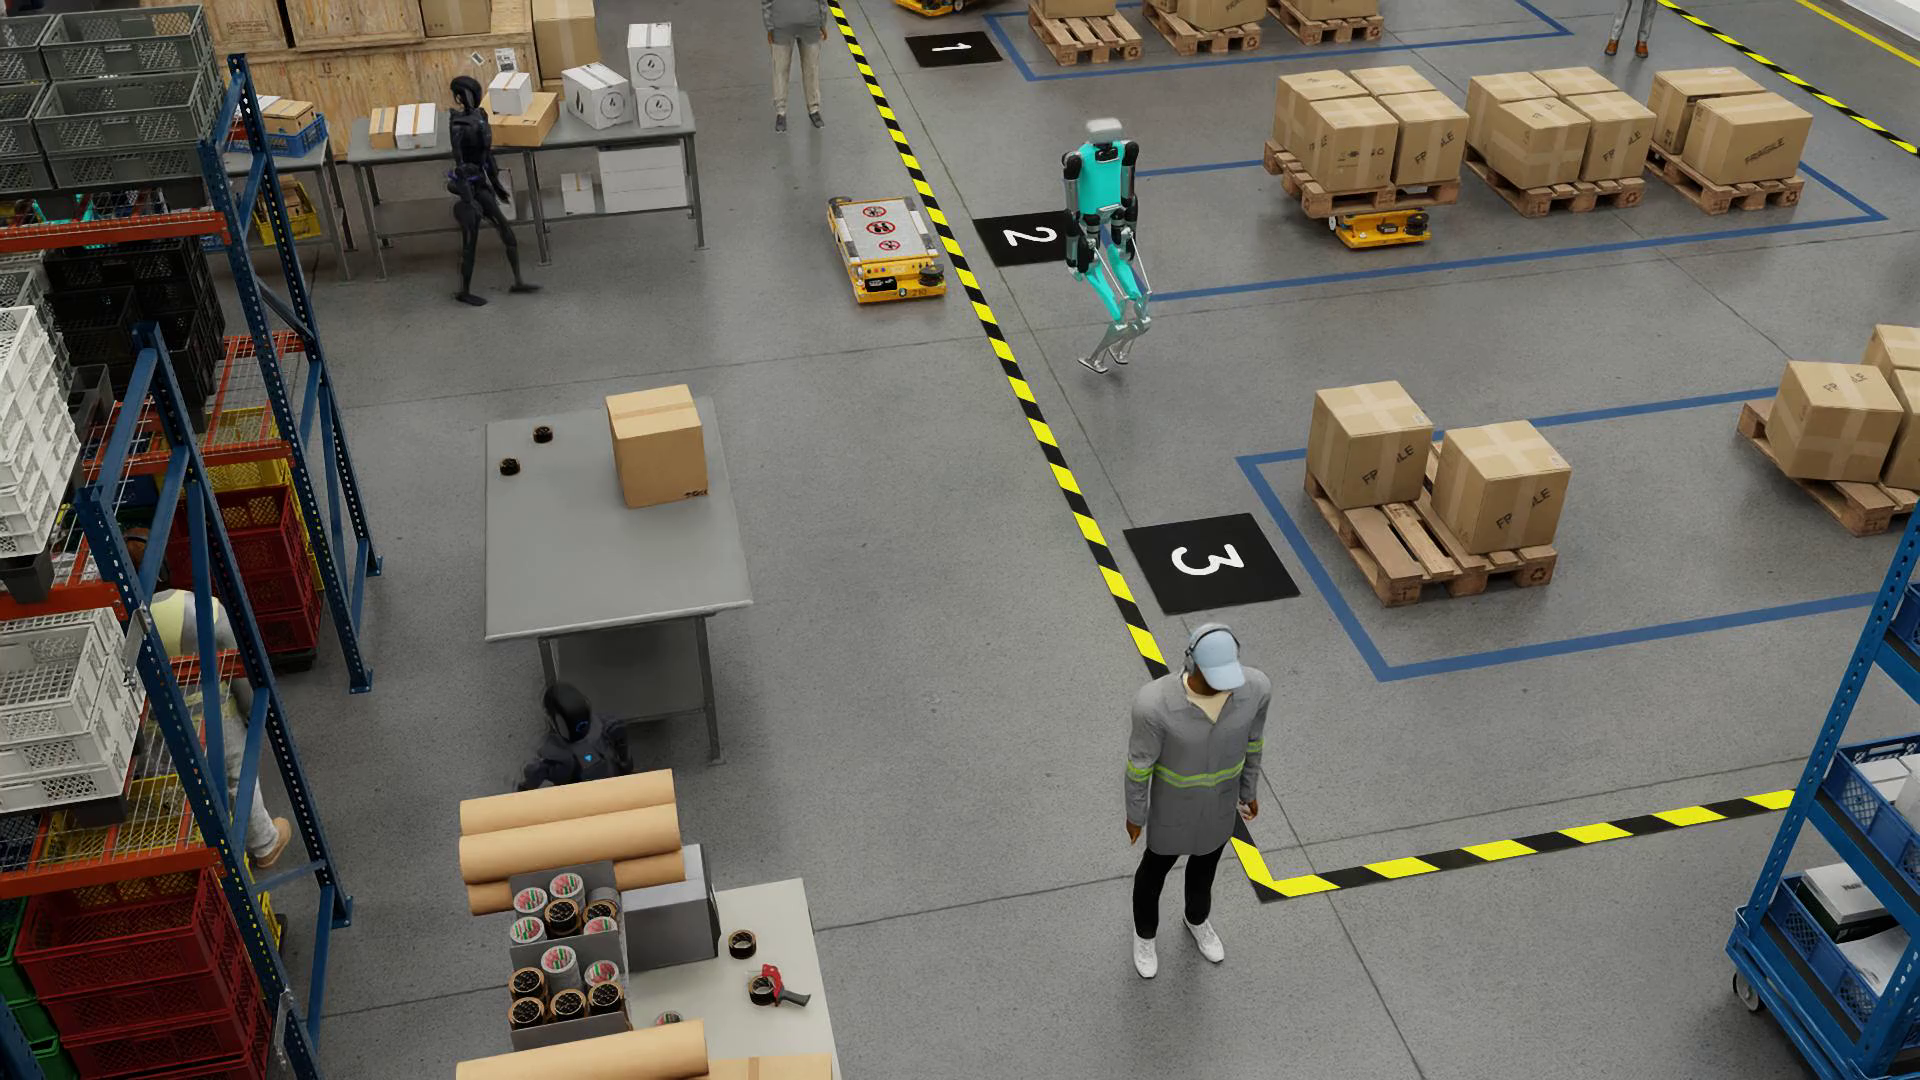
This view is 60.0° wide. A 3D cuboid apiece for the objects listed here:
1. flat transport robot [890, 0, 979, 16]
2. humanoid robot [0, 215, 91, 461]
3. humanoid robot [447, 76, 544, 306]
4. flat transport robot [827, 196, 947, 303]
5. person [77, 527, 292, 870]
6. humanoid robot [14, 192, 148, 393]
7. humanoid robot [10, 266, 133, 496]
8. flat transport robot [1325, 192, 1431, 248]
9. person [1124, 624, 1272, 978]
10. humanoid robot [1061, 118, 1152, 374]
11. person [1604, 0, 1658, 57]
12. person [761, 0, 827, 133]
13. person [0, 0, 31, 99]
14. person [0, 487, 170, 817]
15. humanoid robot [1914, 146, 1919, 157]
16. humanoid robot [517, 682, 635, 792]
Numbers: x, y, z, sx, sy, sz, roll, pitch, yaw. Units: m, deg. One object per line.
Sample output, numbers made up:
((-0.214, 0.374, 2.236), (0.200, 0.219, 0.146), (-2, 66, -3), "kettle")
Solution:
((0.016, -5.767, 17.282), (1.431, 0.197, 0.652), (-28, 45, -32), "flat transport robot")
((-5.544, -1.147, 9.872), (0.857, 1.770, 0.567), (20, 41, 25), "humanoid robot")
((-3.355, -2.437, 11.657), (0.598, 1.630, 0.594), (5, 37, 6), "humanoid robot")
((-0.570, -2.220, 12.538), (0.659, 0.231, 1.431), (-8, 37, -10), "flat transport robot")
((-3.363, 0.726, 7.272), (0.617, 1.836, 0.432), (-4, 37, -5), "person")
((-5.263, -1.398, 10.121), (0.530, 1.691, 0.748), (-15, 39, -19), "humanoid robot")
((-5.163, -0.874, 9.555), (0.449, 1.654, 0.599), (-25, 43, -30), "humanoid robot")
((3.134, -2.740, 13.213), (0.652, 0.197, 1.431), (-8, 37, -10), "flat transport robot")
((0.961, 1.070, 6.789), (0.599, 1.850, 0.390), (-9, 38, -12), "person")
((1.002, -1.817, 10.656), (0.533, 1.673, 0.735), (-17, 40, -22), "humanoid robot")
((6.464, -5.468, 15.550), (0.590, 1.883, 0.370), (9, 38, 12), "person")
((-1.400, -4.371, 14.170), (0.564, 1.769, 0.393), (-8, 37, -11), "person")
((-8.412, -4.537, 14.245), (0.400, 1.948, 0.603), (10, 38, 13), "person")
((-3.947, 0.524, 7.537), (0.588, 1.834, 0.404), (5, 37, 7), "person")
((8.081, -3.617, 13.263), (0.610, 1.629, 0.757), (-14, 39, -18), "humanoid robot")
((-1.535, 1.212, 6.790), (0.795, 1.622, 0.616), (27, 44, 32), "humanoid robot")
